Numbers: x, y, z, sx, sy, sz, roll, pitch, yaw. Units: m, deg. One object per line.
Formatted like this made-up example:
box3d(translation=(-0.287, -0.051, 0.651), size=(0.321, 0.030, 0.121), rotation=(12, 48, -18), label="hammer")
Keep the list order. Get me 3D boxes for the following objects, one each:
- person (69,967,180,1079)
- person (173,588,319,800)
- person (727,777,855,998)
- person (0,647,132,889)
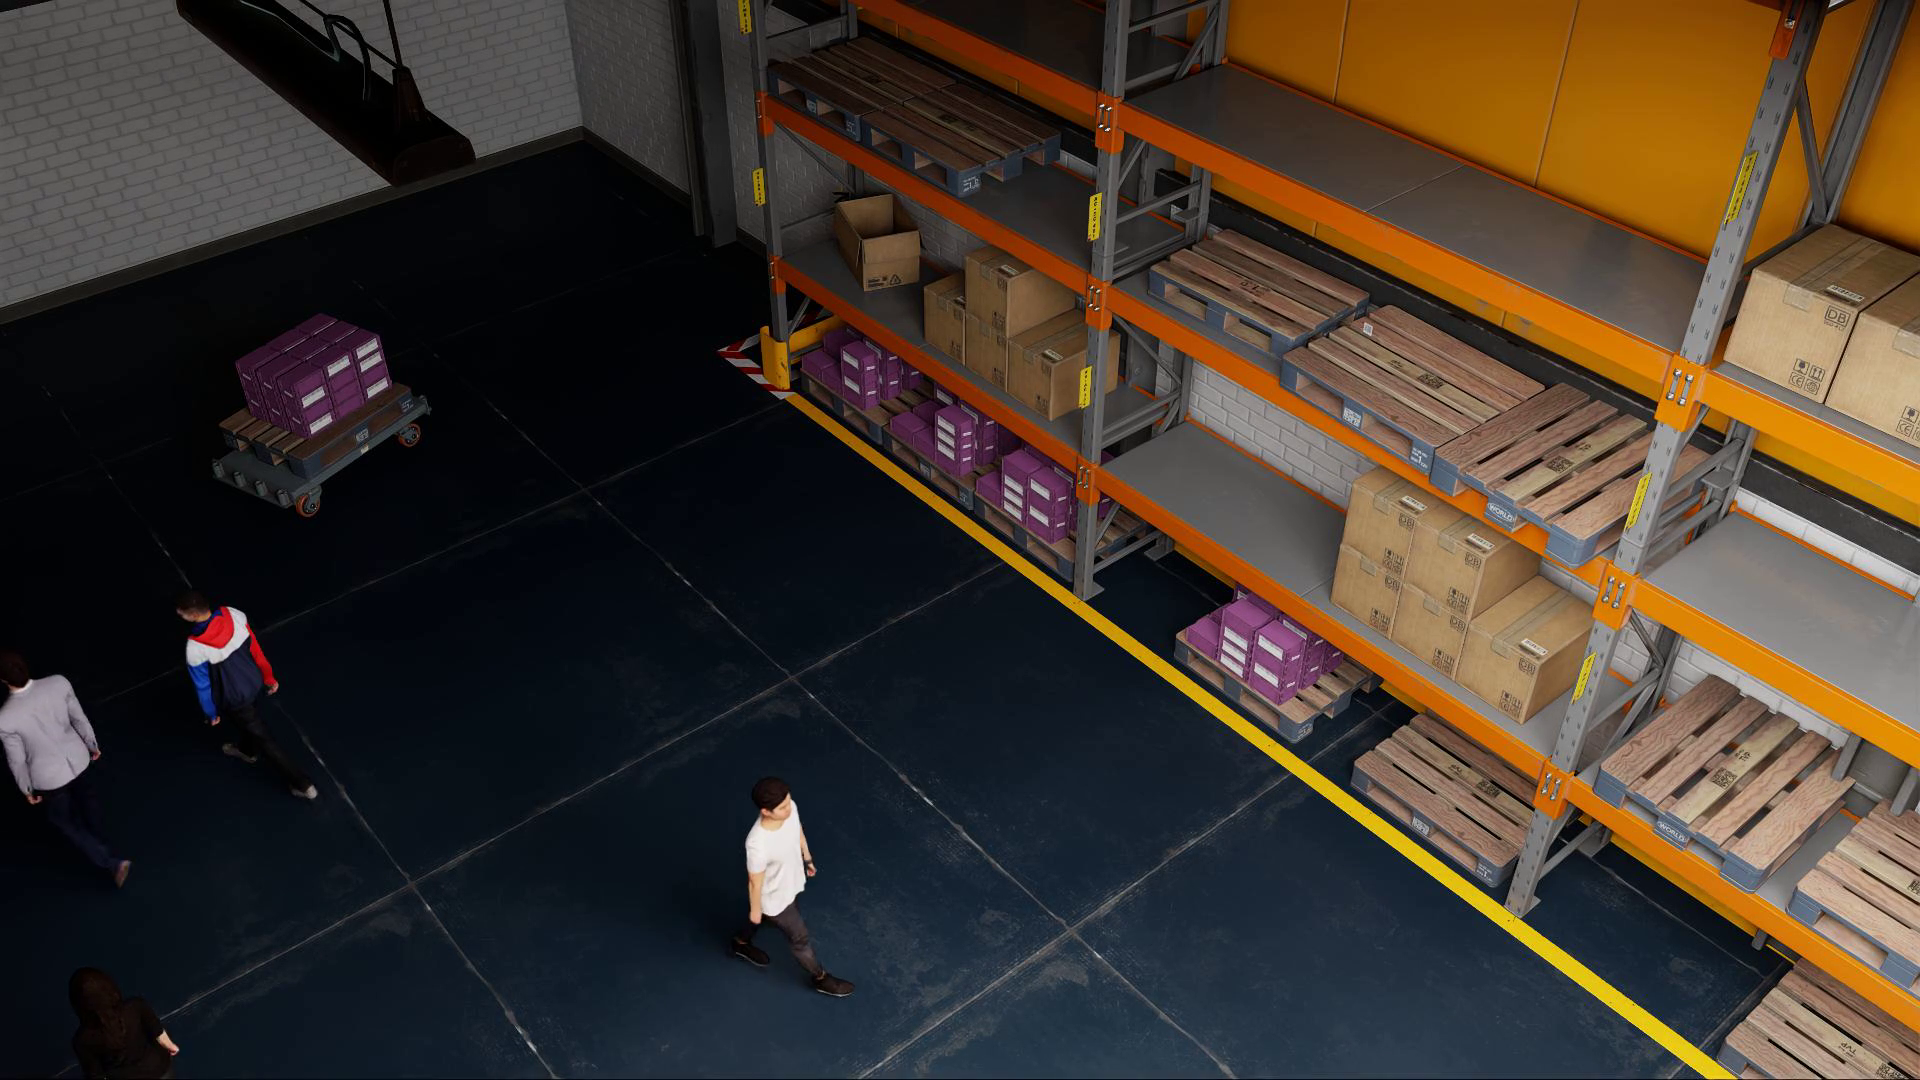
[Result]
box3d(translation=(-4.222, 2.836, 8.618), size=(0.575, 1.628, 0.537), rotation=(-28, 46, -30), label="person")
box3d(translation=(-4.628, 1.026, 10.823), size=(1.268, 1.705, 0.994), rotation=(18, 42, 21), label="person")
box3d(translation=(-1.124, 1.976, 9.652), size=(1.175, 1.681, 1.004), rotation=(12, 40, 14), label="person")
box3d(translation=(-5.499, 1.416, 10.234), size=(1.122, 1.830, 0.909), rotation=(20, 43, 23), label="person")
